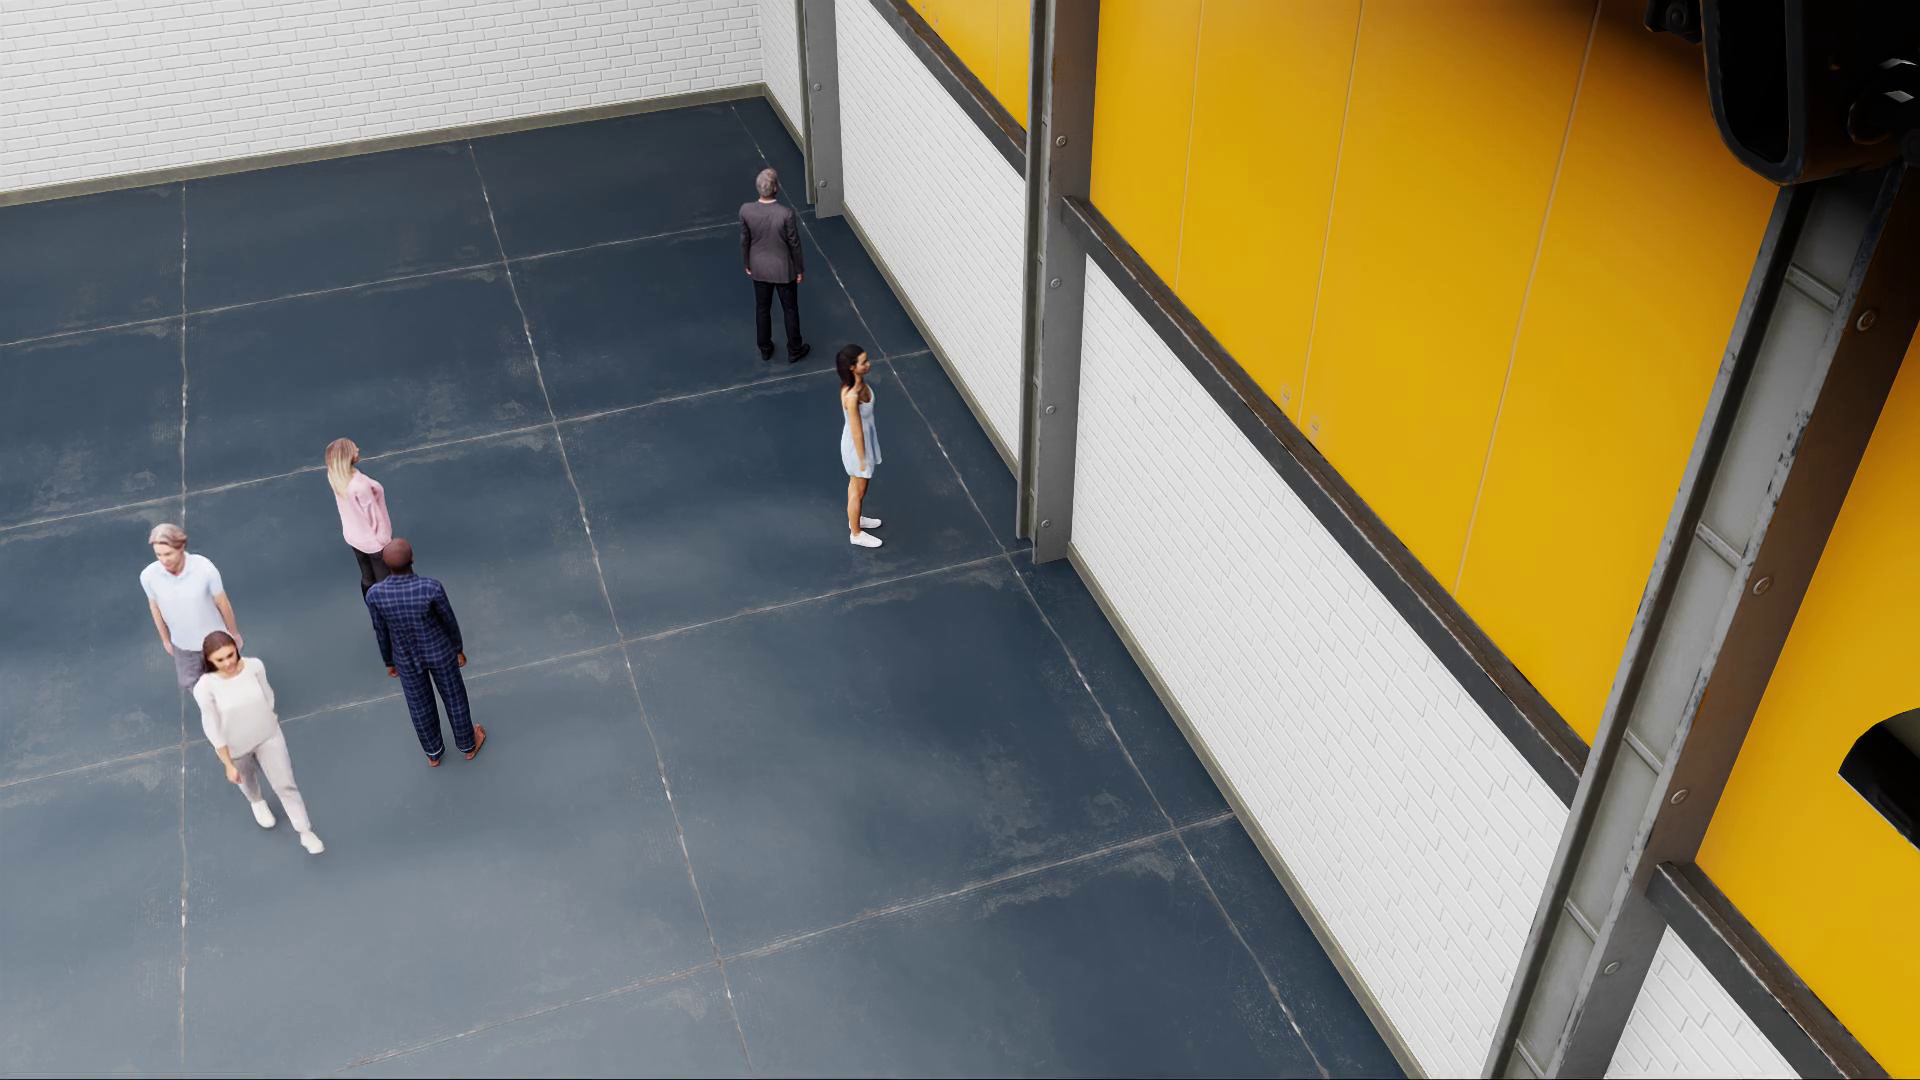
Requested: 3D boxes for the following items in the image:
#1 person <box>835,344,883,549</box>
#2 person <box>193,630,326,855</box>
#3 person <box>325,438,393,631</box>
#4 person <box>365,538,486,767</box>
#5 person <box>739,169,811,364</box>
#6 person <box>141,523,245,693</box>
[{"bbox_3d":[-0.772,-0.728,12.568,0.712,1.730,0.577,0,39,0],"label":"person"},{"bbox_3d":[-4.424,1.184,10.236,0.863,1.651,1.098,-28,47,-31],"label":"person"},{"bbox_3d":[-4.173,-0.013,11.705,0.639,1.688,0.743,27,46,30],"label":"person"},{"bbox_3d":[-3.444,0.721,10.682,0.688,1.818,0.623,-8,39,-10],"label":"person"},{"bbox_3d":[-1.629,-2.401,14.574,0.805,1.842,0.804,7,39,9],"label":"person"},{"bbox_3d":[-4.917,0.582,10.859,0.767,1.816,0.984,-5,39,-7],"label":"person"}]
